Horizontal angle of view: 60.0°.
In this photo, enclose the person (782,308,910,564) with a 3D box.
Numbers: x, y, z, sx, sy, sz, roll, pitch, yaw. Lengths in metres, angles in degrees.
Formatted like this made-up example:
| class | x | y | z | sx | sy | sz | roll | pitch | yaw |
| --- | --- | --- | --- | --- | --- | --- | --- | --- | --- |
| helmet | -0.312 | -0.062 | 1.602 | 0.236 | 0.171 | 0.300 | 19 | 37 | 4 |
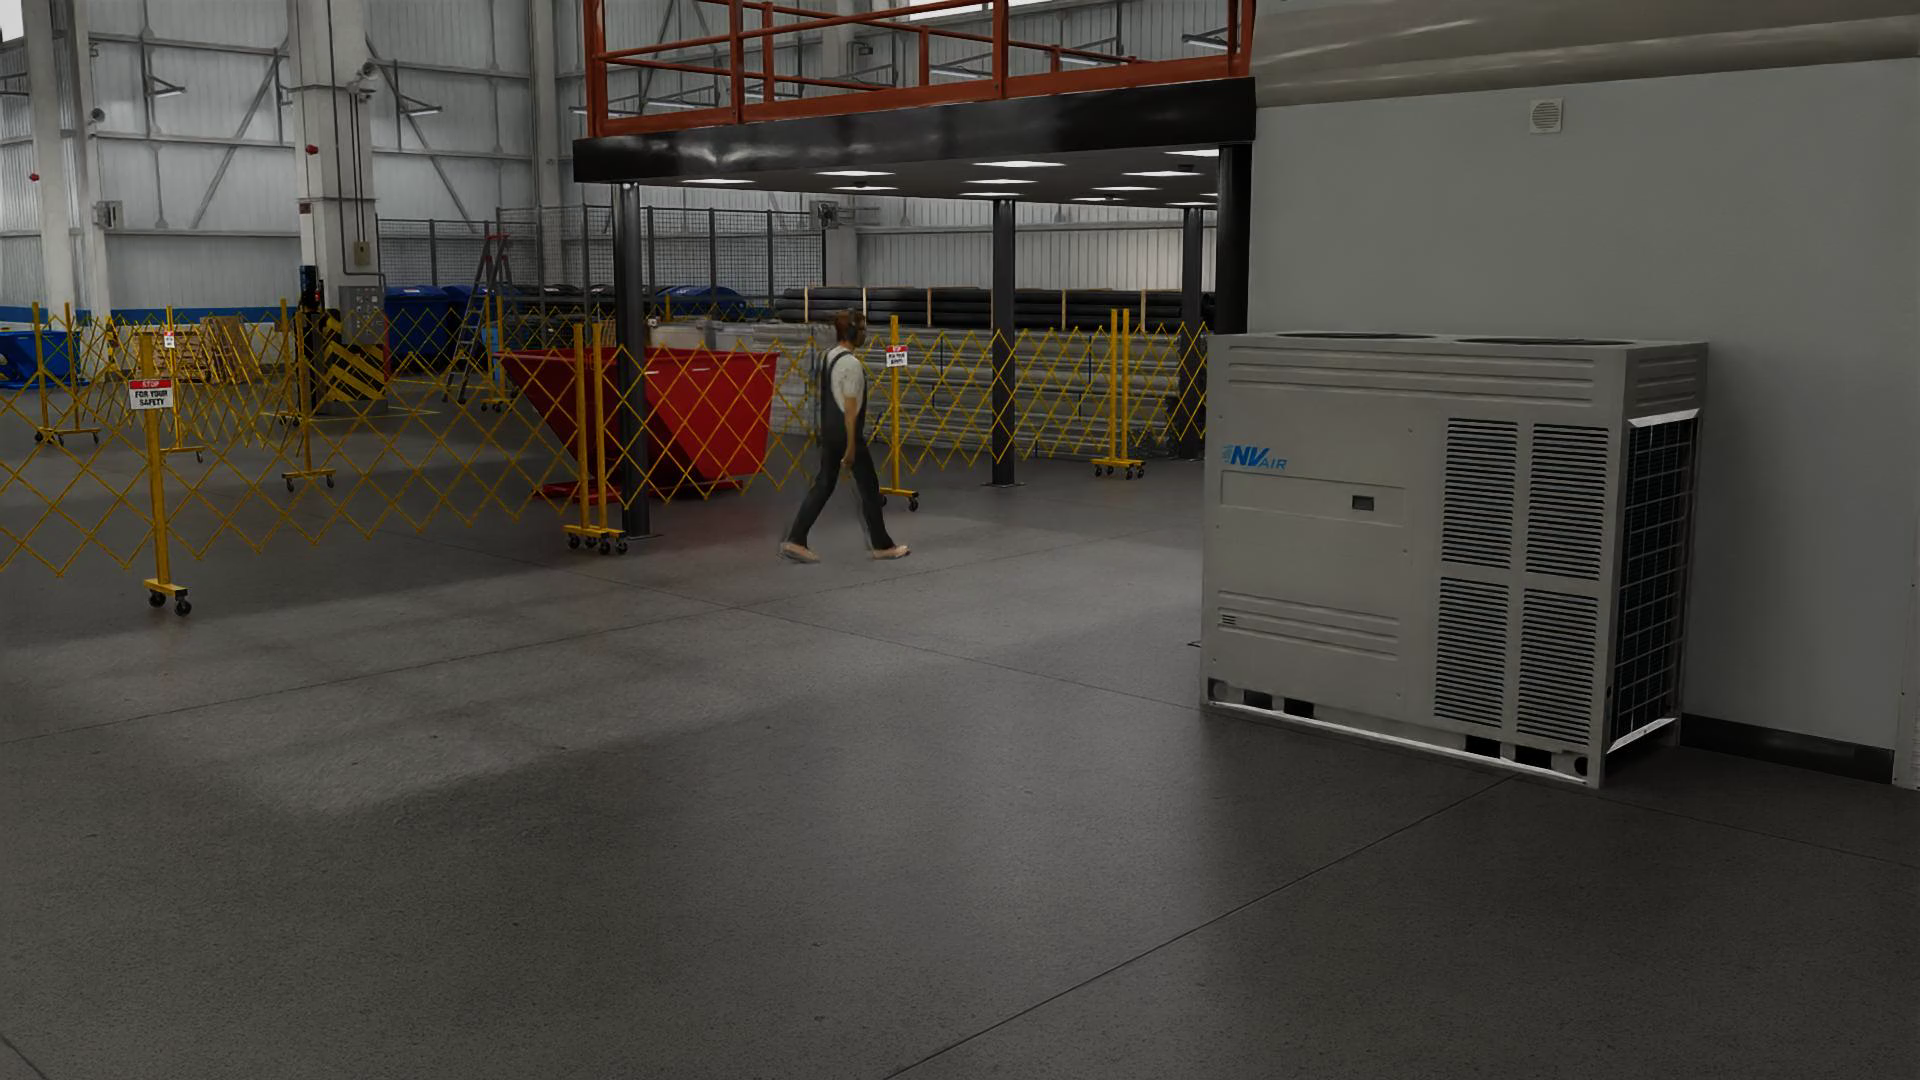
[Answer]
| class | x | y | z | sx | sy | sz | roll | pitch | yaw |
| --- | --- | --- | --- | --- | --- | --- | --- | --- | --- |
| person | -0.841 | -0.719 | 11.667 | 0.948 | 1.809 | 0.530 | -6 | 11 | -32 |
